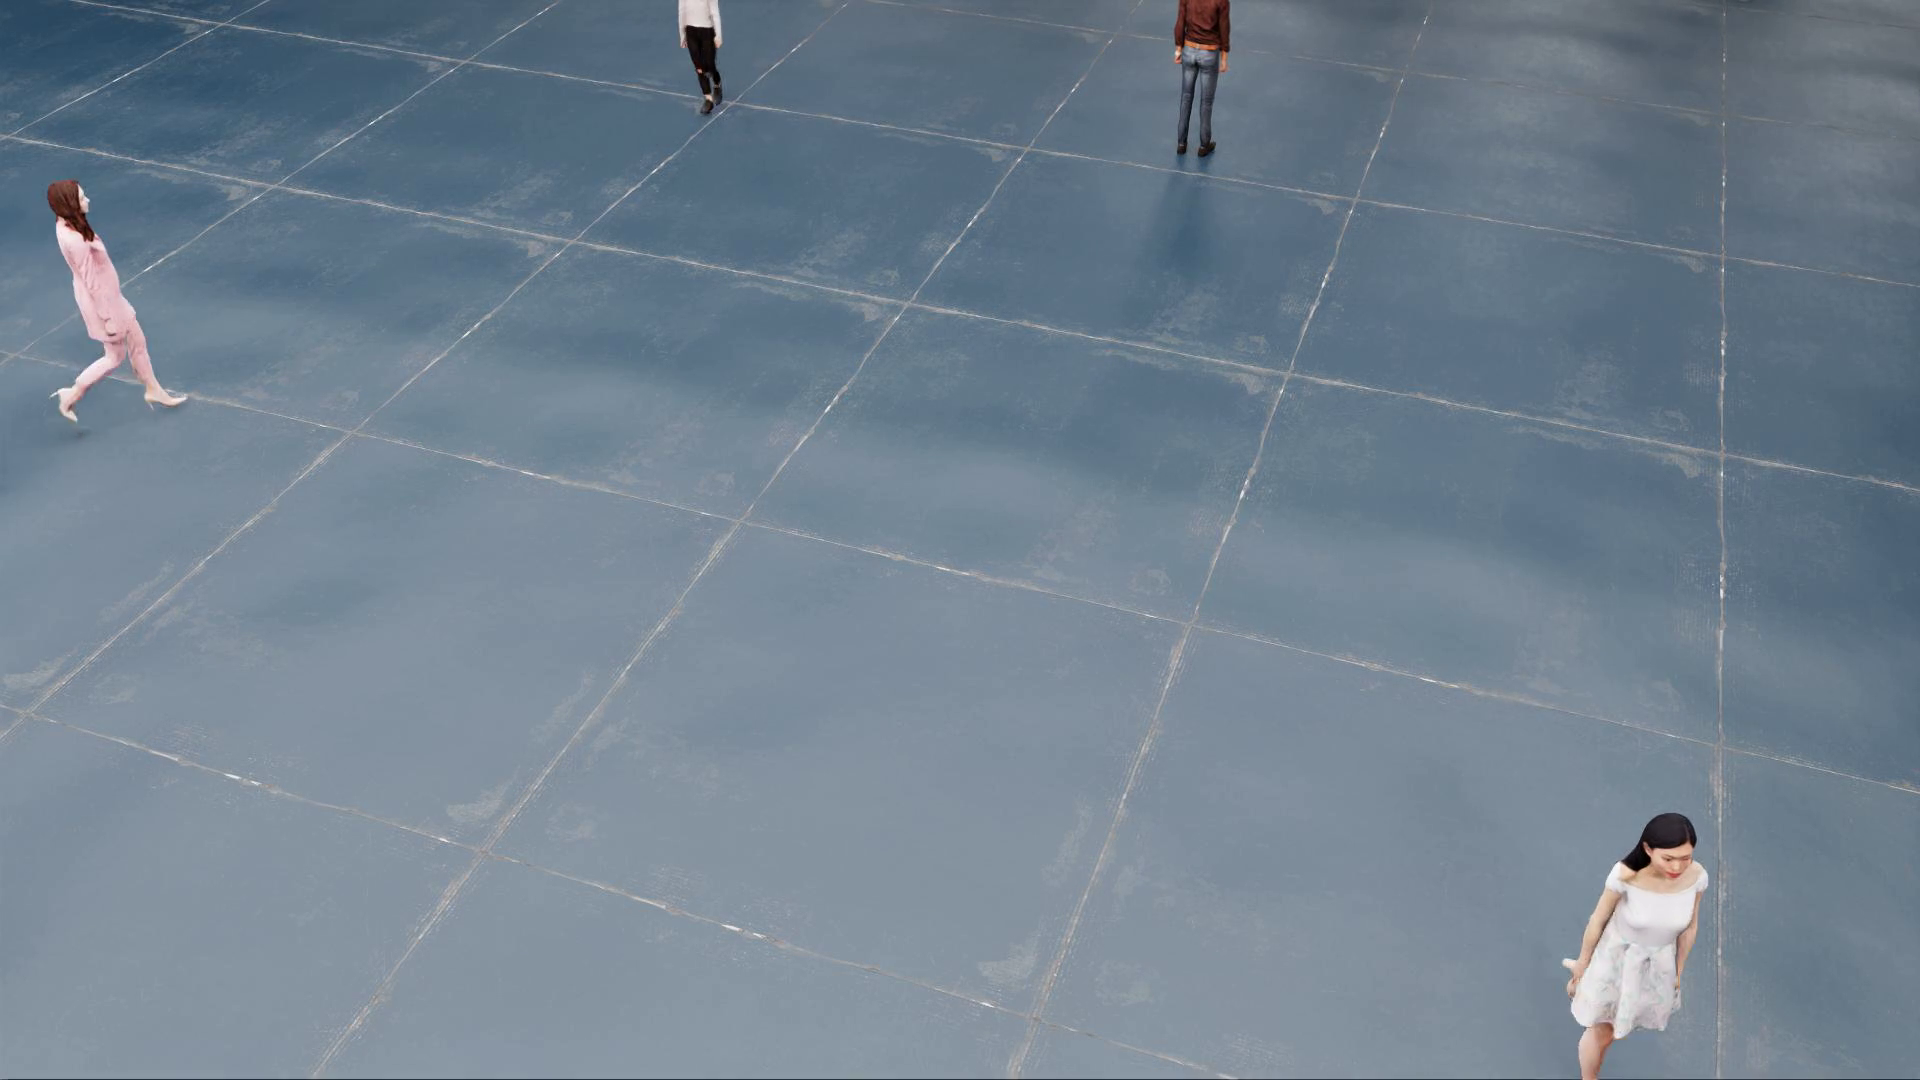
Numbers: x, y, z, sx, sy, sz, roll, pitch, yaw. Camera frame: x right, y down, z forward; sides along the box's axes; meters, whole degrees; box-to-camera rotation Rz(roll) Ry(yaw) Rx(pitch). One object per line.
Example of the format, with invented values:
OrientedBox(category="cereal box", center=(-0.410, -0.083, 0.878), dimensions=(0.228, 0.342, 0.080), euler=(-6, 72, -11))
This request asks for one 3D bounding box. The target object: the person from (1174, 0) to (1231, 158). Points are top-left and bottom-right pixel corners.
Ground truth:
OrientedBox(category="person", center=(2.123, -4.263, 14.662), dimensions=(0.656, 1.782, 0.530), euler=(16, 41, 19))

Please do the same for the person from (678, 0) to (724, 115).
OrientedBox(category="person", center=(-2.397, -4.737, 15.517), dimensions=(0.571, 1.475, 0.625), euler=(8, 39, 10))

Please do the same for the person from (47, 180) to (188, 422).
OrientedBox(category="person", center=(-5.861, -1.548, 11.191), dimensions=(1.122, 1.782, 1.033), euler=(-19, 42, -22))

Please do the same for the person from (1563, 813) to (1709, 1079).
OrientedBox(category="person", center=(2.793, 1.738, 7.009), dimensions=(0.824, 1.761, 1.031), euler=(0, 38, 0))
